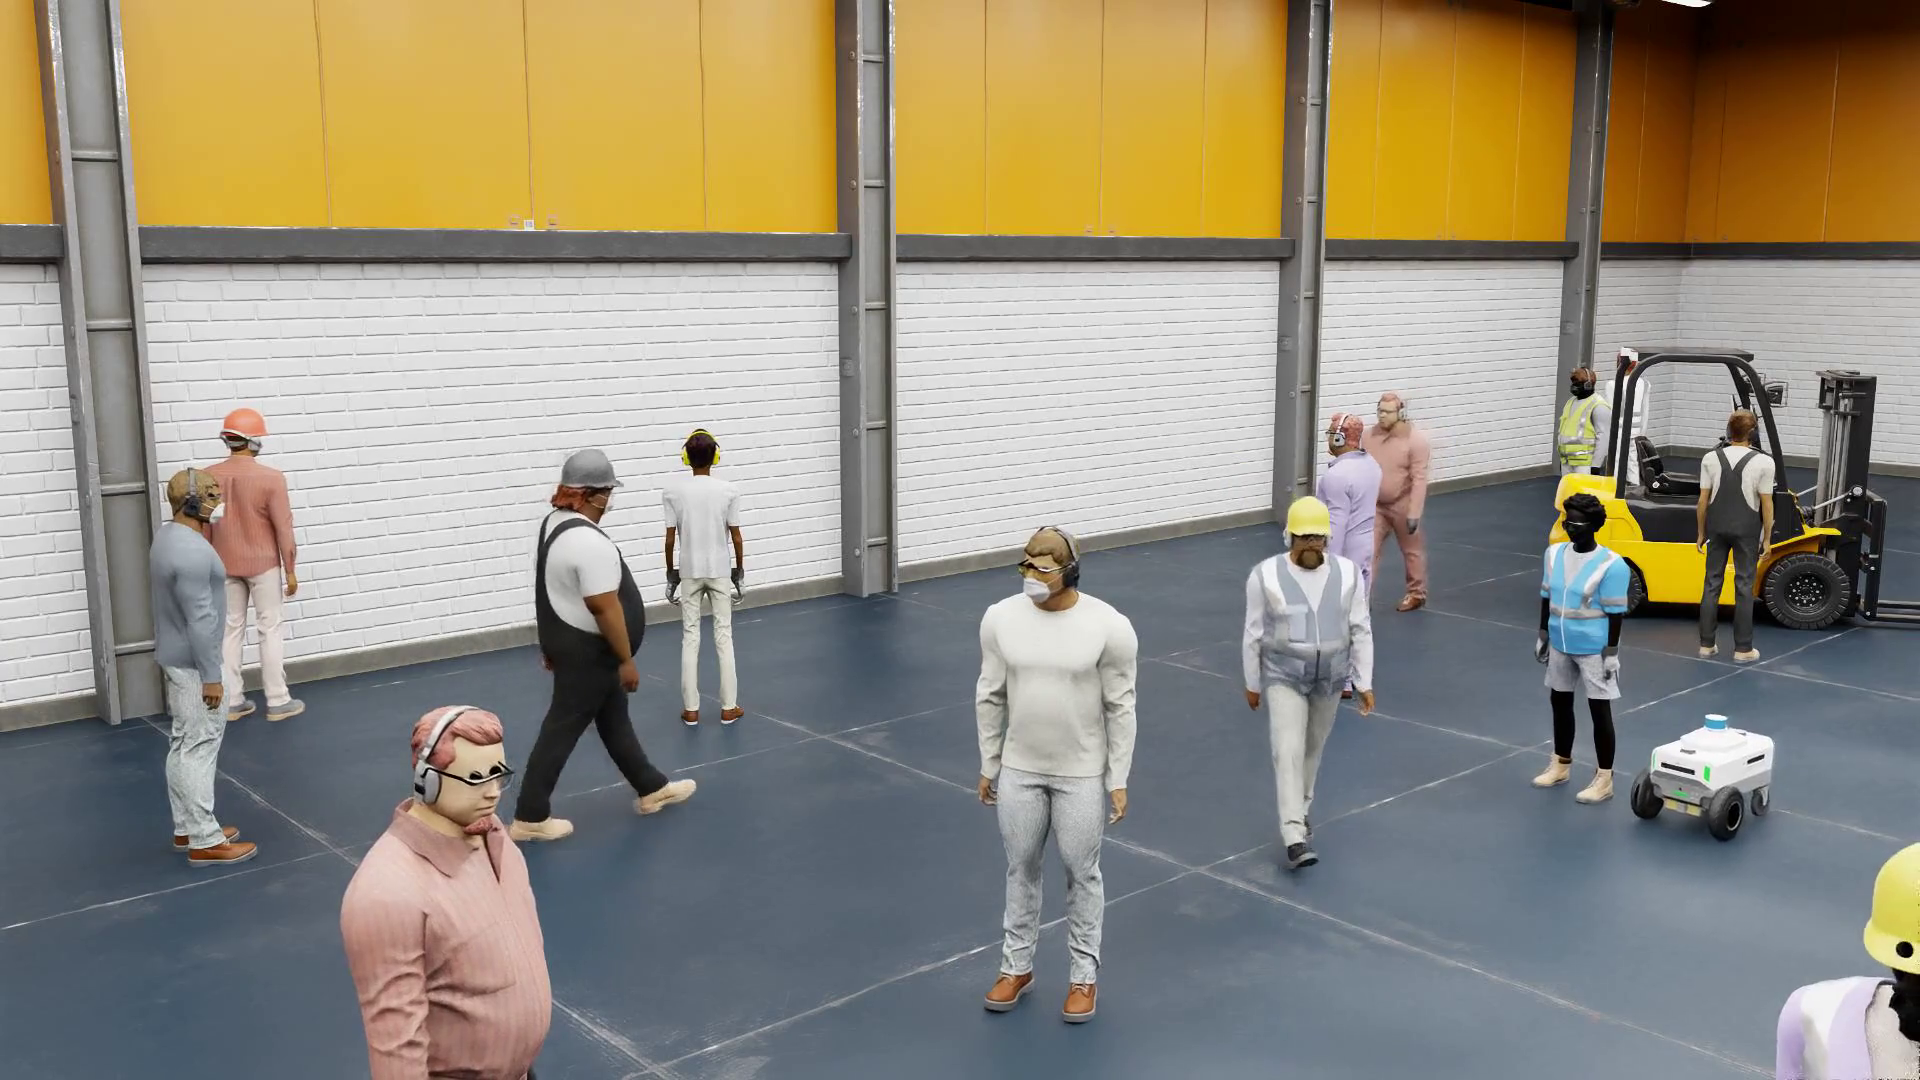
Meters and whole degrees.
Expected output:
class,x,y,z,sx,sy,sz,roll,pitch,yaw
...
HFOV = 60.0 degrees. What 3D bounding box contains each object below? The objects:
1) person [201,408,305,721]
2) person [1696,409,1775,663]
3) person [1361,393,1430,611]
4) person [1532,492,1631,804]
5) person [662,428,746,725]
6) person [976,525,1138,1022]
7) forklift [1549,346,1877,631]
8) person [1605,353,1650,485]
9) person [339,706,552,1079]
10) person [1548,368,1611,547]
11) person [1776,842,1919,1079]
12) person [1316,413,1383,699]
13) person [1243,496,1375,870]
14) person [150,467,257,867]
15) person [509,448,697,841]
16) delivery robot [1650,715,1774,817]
class,x,y,z,sx,sy,sz,roll,pitch,yaw
person,-4.497,0.158,10.546,0.622,1.992,0.396,1,10,6
person,5.622,-0.029,12.087,0.517,1.842,0.325,8,13,40
person,3.502,-0.280,13.560,1.050,1.841,0.658,-9,13,-44
person,3.364,0.574,9.016,0.323,1.688,0.537,-5,11,-28
person,-1.603,0.233,10.460,0.514,1.876,0.328,-1,10,-4
person,0.362,0.893,6.415,0.631,1.936,0.362,4,10,21
forklift,6.109,-0.478,13.691,2.313,2.155,1.214,3,10,16
person,7.453,-1.179,18.699,0.587,1.882,0.341,-3,10,-17
person,-1.176,1.325,3.992,0.404,1.903,0.636,1,10,7
person,6.136,-0.778,16.477,0.429,1.842,0.635,-2,10,-12
person,1.752,1.472,3.081,0.392,1.919,0.586,-8,12,-39
person,2.550,0.104,11.122,0.401,1.910,0.641,7,12,36
person,1.708,0.683,8.081,0.594,1.785,0.915,-1,10,-5
person,-3.708,0.608,8.080,0.354,1.936,0.635,-7,12,-35
person,-1.862,0.492,8.461,1.040,2.000,0.699,-5,11,-27
delivery robot,3.919,1.153,8.658,0.707,0.478,0.477,-8,12,-37
